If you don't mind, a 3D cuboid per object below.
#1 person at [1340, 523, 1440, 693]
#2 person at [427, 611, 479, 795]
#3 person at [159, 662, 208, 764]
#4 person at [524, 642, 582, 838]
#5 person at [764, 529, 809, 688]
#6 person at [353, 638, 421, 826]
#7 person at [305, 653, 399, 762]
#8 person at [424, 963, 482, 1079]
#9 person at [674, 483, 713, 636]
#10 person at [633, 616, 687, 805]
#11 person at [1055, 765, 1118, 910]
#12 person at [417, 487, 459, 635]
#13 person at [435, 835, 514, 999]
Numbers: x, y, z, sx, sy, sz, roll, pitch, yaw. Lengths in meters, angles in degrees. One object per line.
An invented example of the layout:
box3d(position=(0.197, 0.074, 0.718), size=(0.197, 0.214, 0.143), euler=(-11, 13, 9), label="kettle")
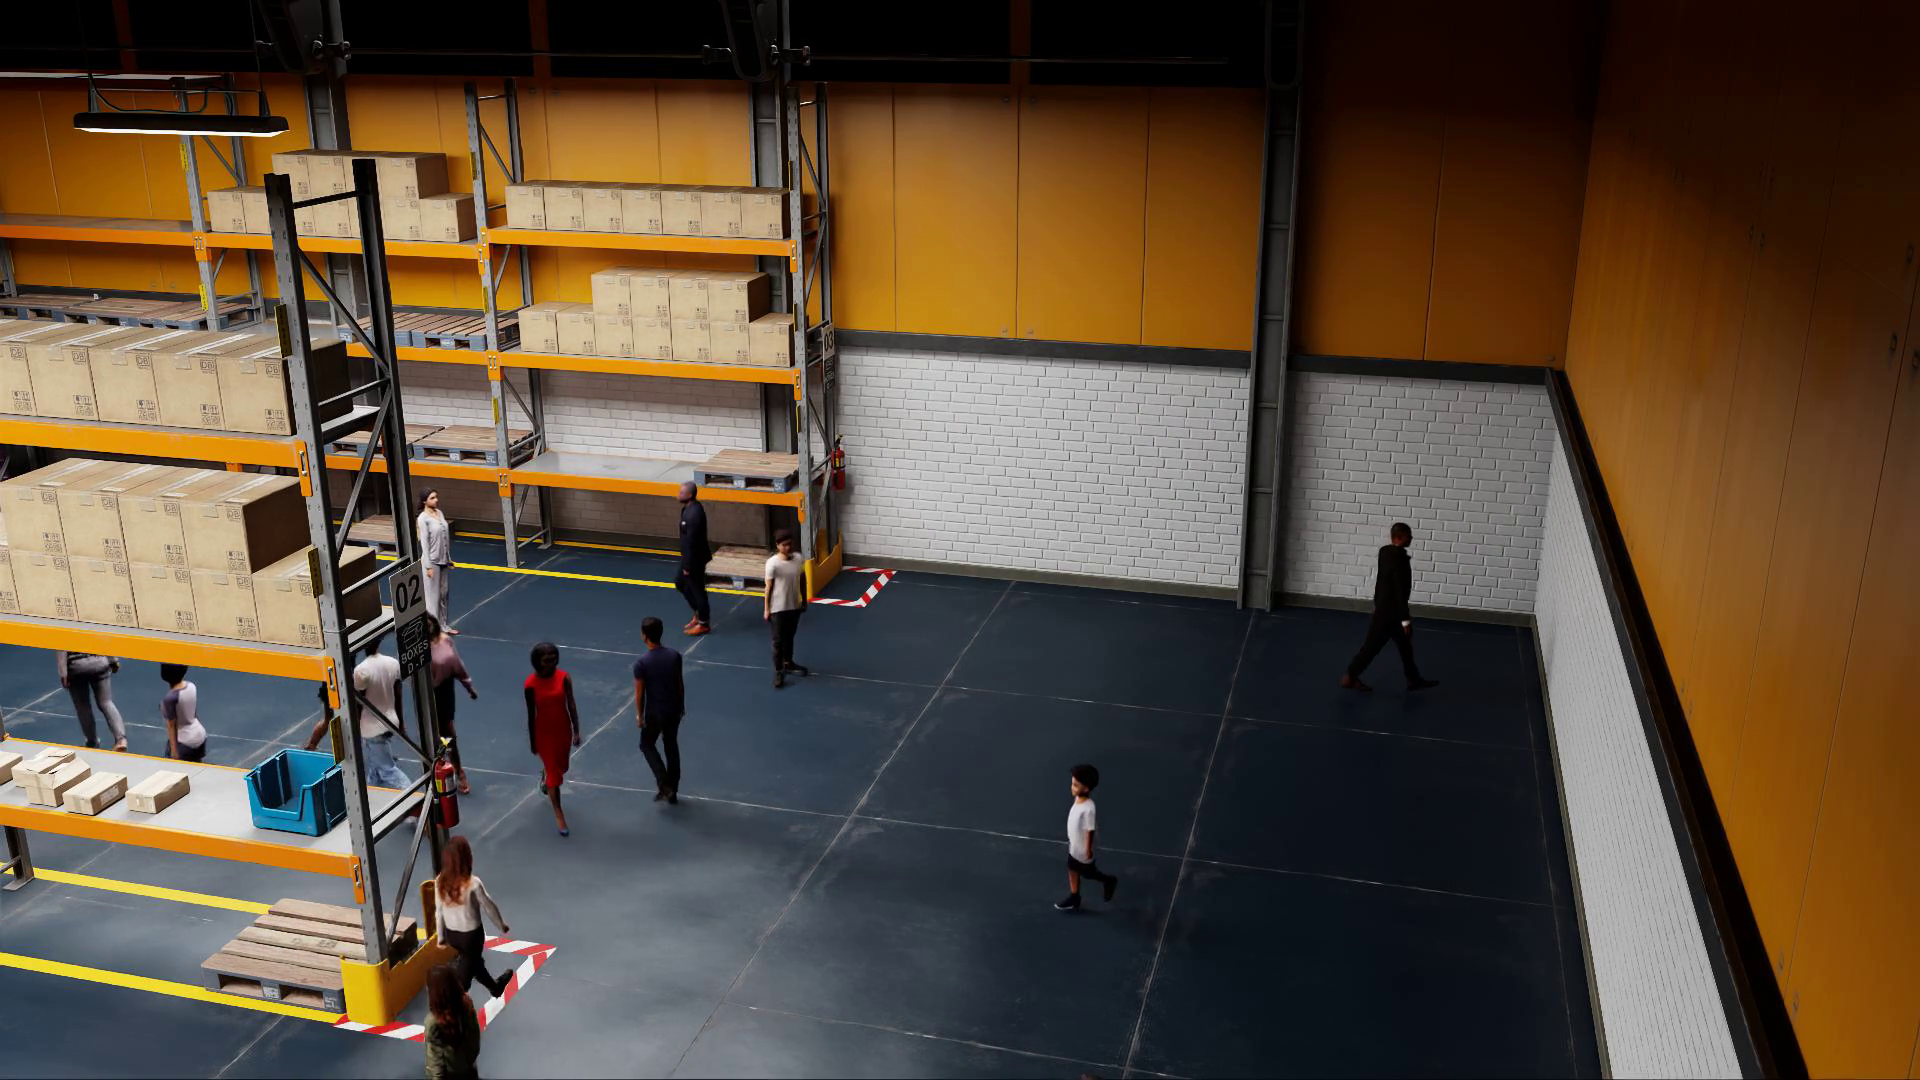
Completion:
box3d(position=(4.352, 0.746, 17.164), size=(1.321, 1.861, 0.882), euler=(1, 19, 4), label="person")
box3d(position=(-4.774, 1.470, 15.136), size=(0.751, 1.783, 0.761), euler=(6, 19, 17), label="person")
box3d(position=(-6.759, 1.753, 14.658), size=(0.641, 1.551, 0.617), euler=(1, 19, 4), label="person")
box3d(position=(-3.593, 1.690, 14.576), size=(0.991, 1.723, 1.073), euler=(-12, 22, -31), label="person")
box3d(position=(-1.856, 0.667, 17.641), size=(0.875, 1.705, 0.835), euler=(17, 25, 41), label="person")
box3d(position=(-5.009, 1.654, 14.530), size=(1.182, 1.821, 0.721), euler=(6, 20, 18), label="person")
box3d(position=(-5.880, 1.379, 15.641), size=(1.144, 1.634, 0.667), euler=(2, 19, 7), label="person")
box3d(position=(-3.056, 3.300, 10.252), size=(1.023, 1.433, 0.709), euler=(8, 20, 23), label="person")
box3d(position=(-2.926, 0.210, 18.835), size=(0.858, 1.810, 0.847), euler=(-5, 19, -14), label="person")
box3d(position=(-2.618, 1.563, 14.868), size=(0.821, 1.779, 0.876), euler=(-13, 22, -33), label="person")
box3d(position=(1.036, 2.379, 13.279), size=(0.813, 1.245, 0.733), euler=(-8, 20, -23), label="person")
box3d(position=(-5.929, 0.254, 18.763), size=(0.519, 1.773, 0.581), euler=(5, 19, 15), label="person")
box3d(position=(-3.512, 2.827, 11.644), size=(0.935, 1.441, 0.715), euler=(9, 20, 24), label="person")
